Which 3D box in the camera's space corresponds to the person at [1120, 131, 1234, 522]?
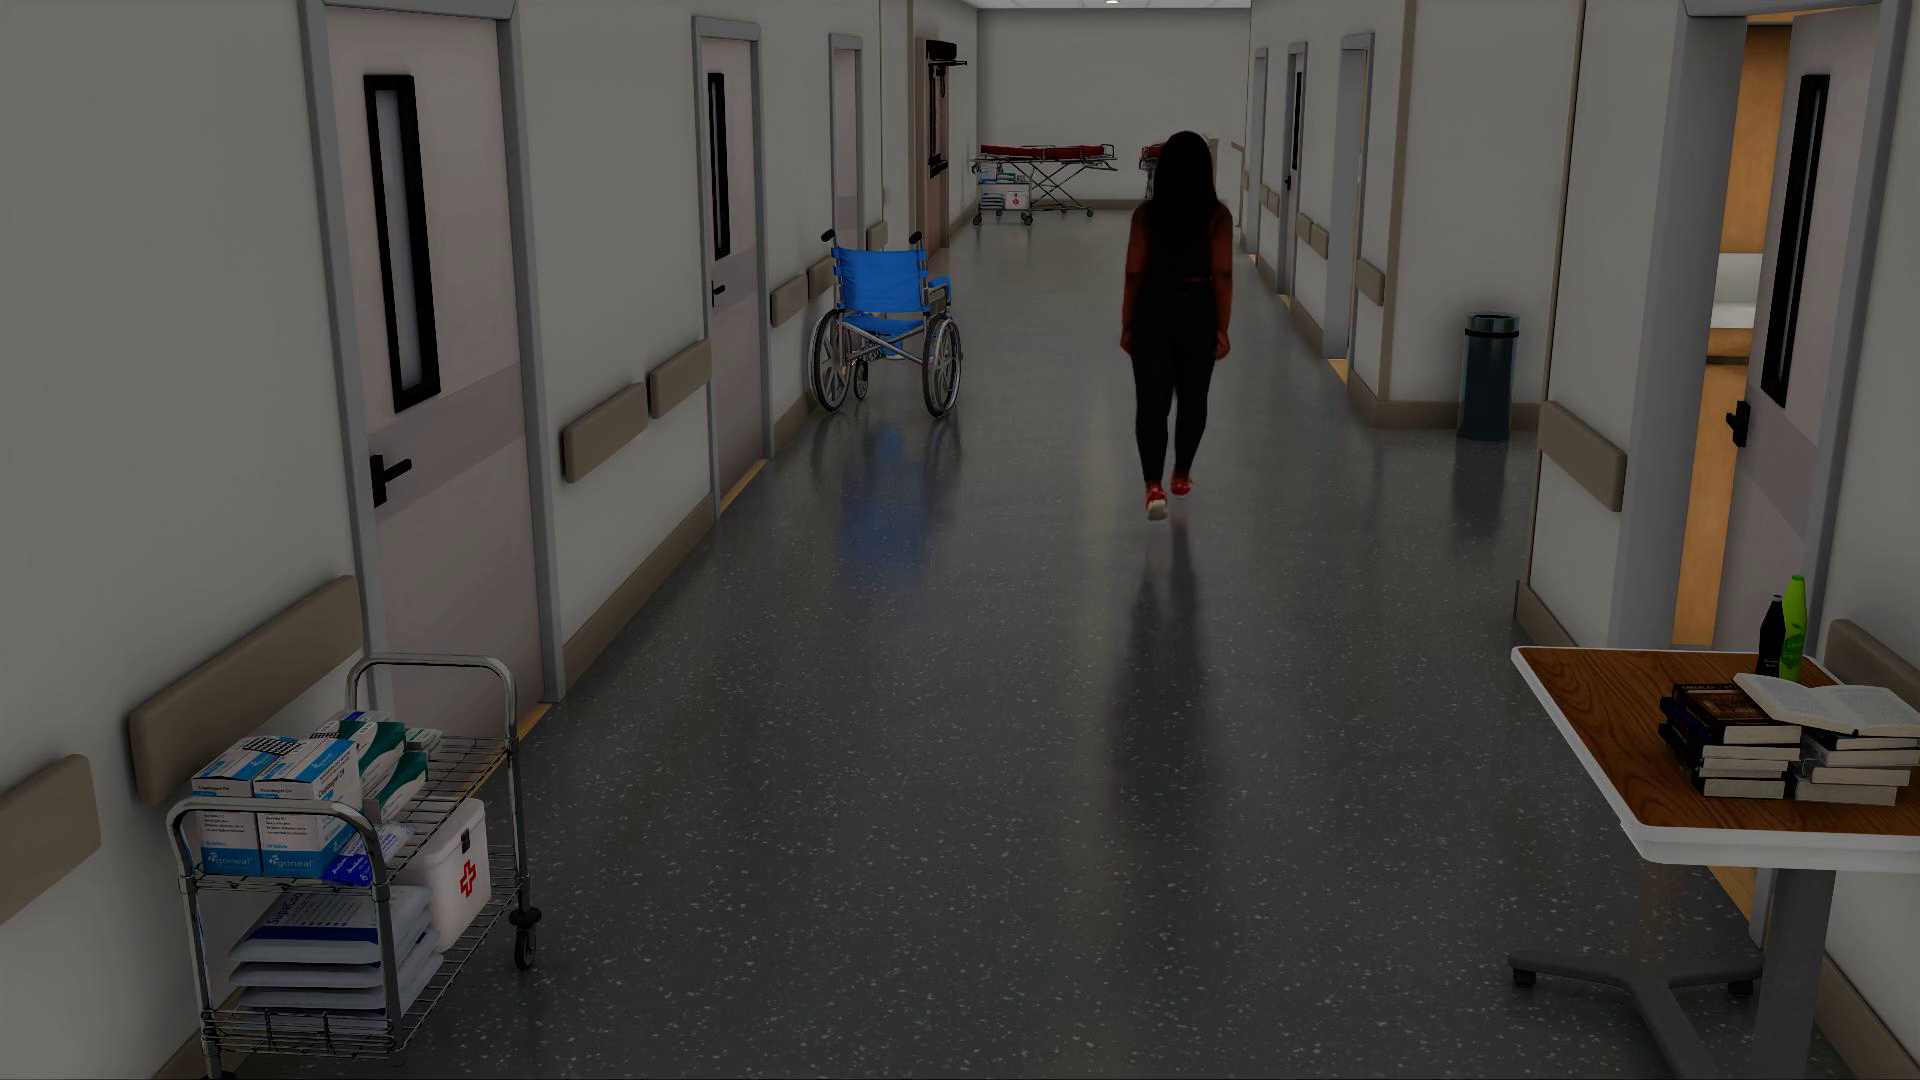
[{"bbox_3d":[0.991,-0.954,7.731,0.720,1.777,1.183,2,16,8],"label":"person"}]
